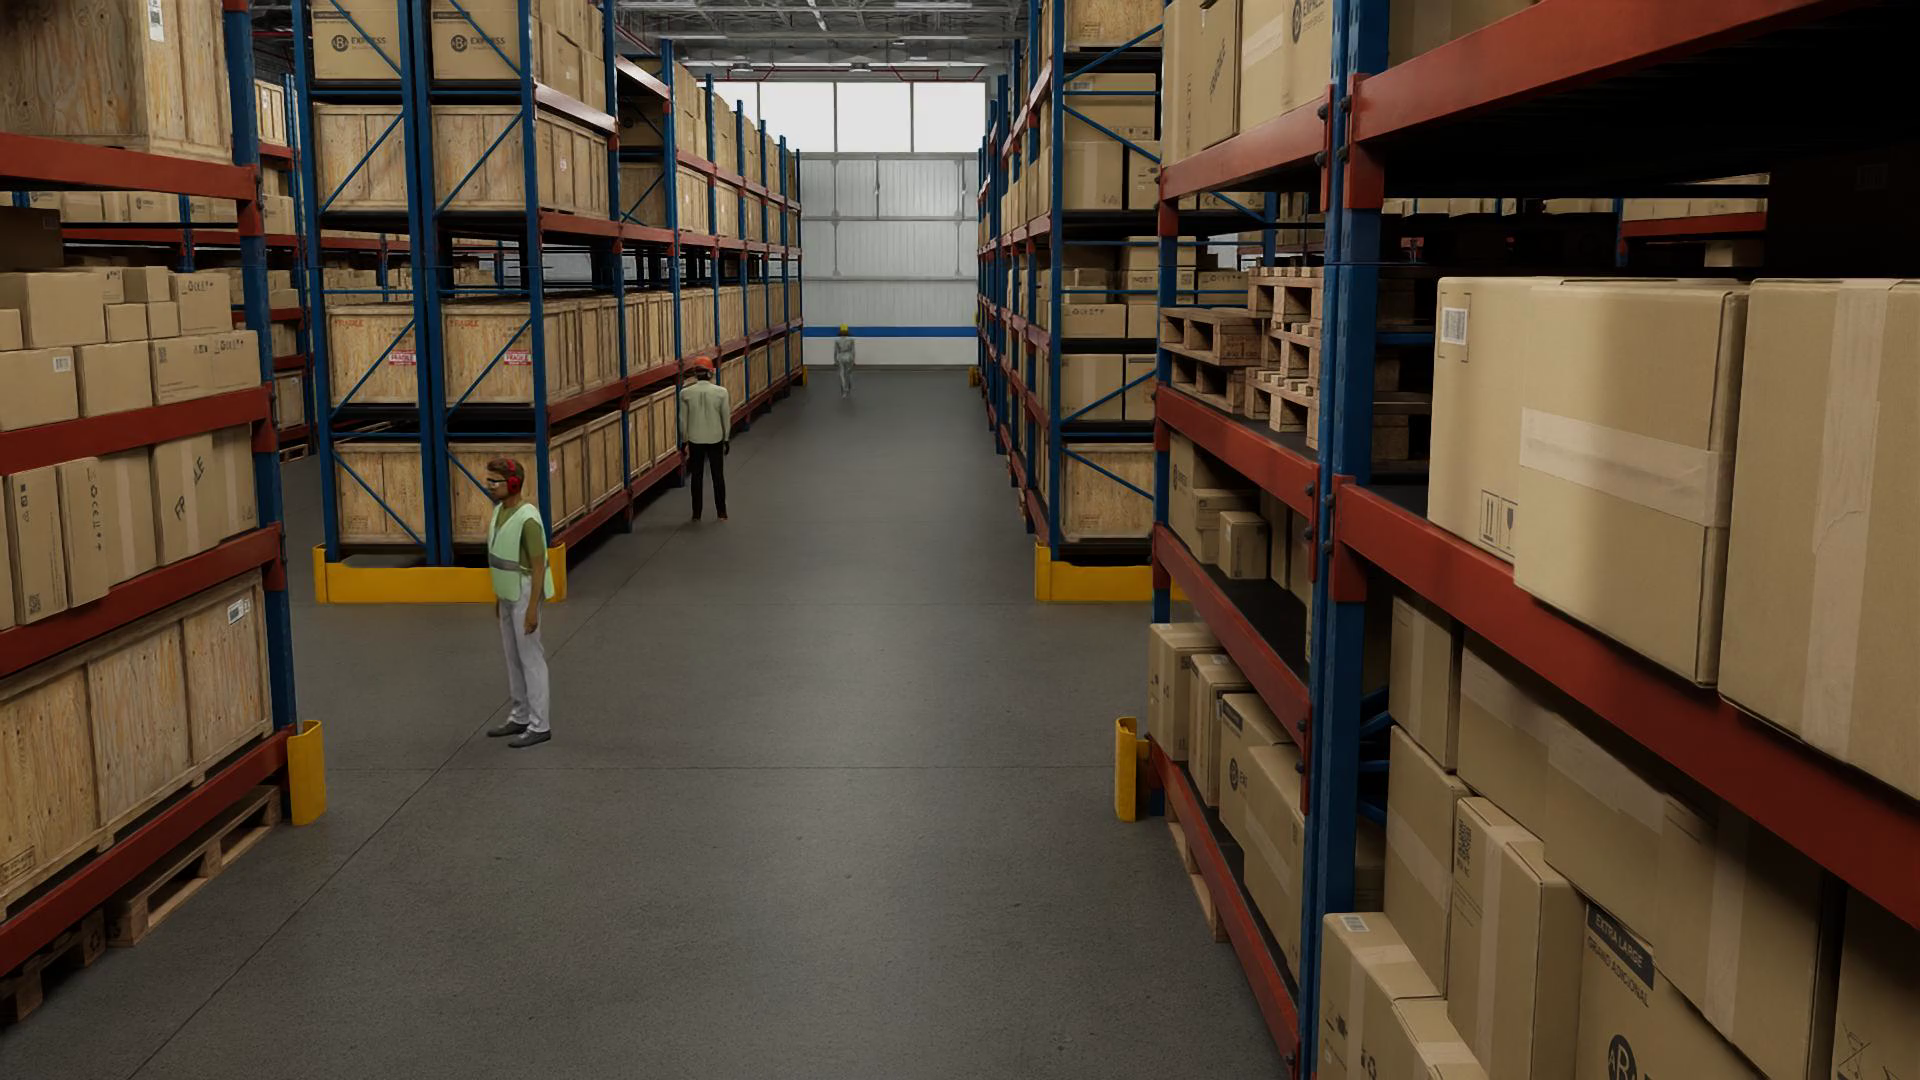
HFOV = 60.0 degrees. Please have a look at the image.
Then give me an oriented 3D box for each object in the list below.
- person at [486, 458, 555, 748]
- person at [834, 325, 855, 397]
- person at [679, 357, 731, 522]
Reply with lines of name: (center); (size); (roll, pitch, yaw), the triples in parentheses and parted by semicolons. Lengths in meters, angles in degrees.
person: (-2.804, 0.391, 10.618); (0.391, 1.846, 0.564); (-7, 12, -37)
person: (-2.760, -4.277, 39.696); (0.501, 1.689, 0.892); (-1, 9, -7)
person: (-3.059, -1.203, 19.975); (0.610, 1.984, 0.400); (-1, 9, -6)
